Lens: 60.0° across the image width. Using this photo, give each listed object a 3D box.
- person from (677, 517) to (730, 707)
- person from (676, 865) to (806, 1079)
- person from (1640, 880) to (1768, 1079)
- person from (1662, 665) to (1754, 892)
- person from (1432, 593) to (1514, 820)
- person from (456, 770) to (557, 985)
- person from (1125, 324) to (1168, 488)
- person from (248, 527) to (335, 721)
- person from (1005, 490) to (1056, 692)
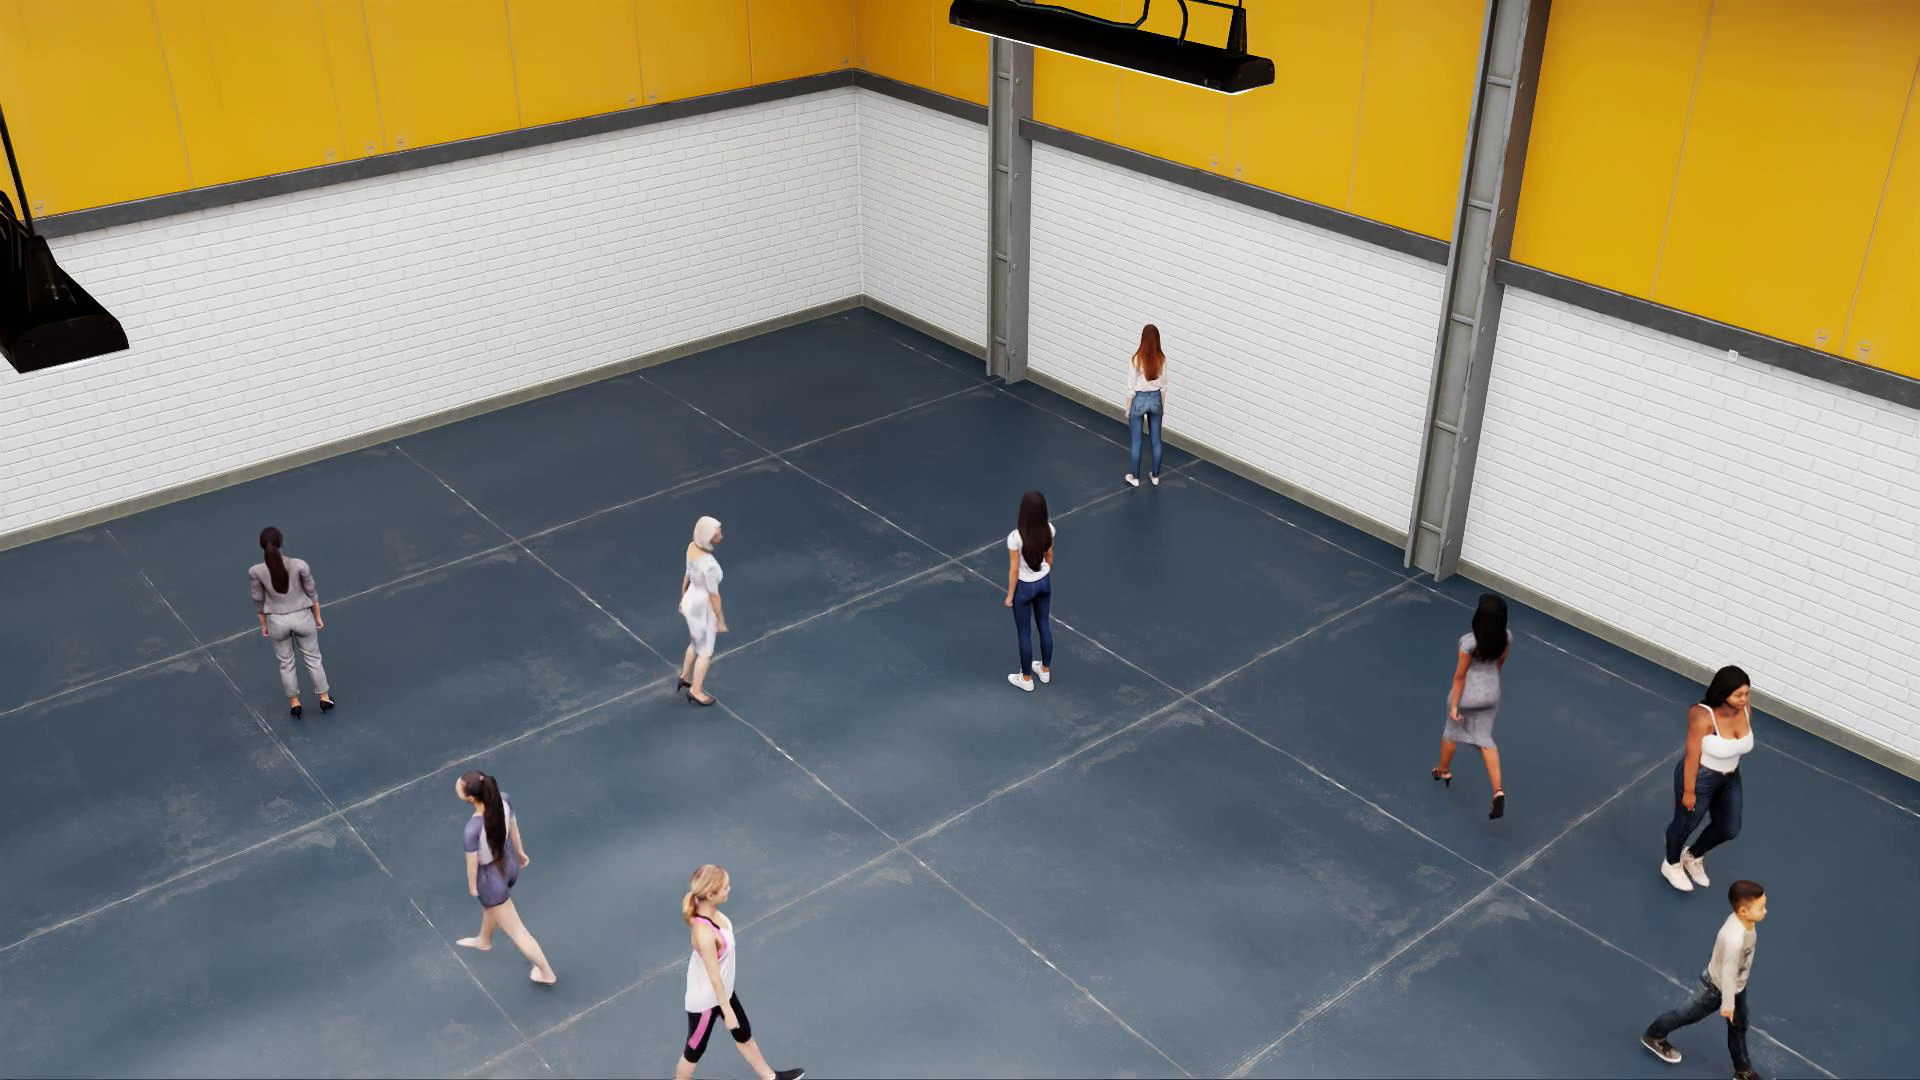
[{"bbox_3d":[-2.106,0.580,13.210,0.762,1.714,0.612,-24,37,-37],"label":"person"},{"bbox_3d":[-1.526,2.604,9.464,1.055,1.748,1.089,-3,29,-6],"label":"person"},{"bbox_3d":[4.425,2.593,9.815,1.039,1.431,0.675,22,35,34],"label":"person"},{"bbox_3d":[5.004,1.577,11.296,0.750,1.798,0.769,-8,30,-14],"label":"person"},{"bbox_3d":[3.781,1.210,12.013,0.898,1.754,1.125,-6,29,-11],"label":"person"},{"bbox_3d":[-2.844,2.153,10.447,1.130,1.599,0.924,12,31,20],"label":"person"},{"bbox_3d":[1.880,-1.360,16.751,0.649,1.728,0.662,-4,29,-8],"label":"person"},{"bbox_3d":[-5.276,0.658,13.105,0.705,1.677,0.701,-9,30,-16],"label":"person"},{"bbox_3d":[0.583,0.404,13.470,0.610,1.774,0.540,-18,33,-30],"label":"person"}]
